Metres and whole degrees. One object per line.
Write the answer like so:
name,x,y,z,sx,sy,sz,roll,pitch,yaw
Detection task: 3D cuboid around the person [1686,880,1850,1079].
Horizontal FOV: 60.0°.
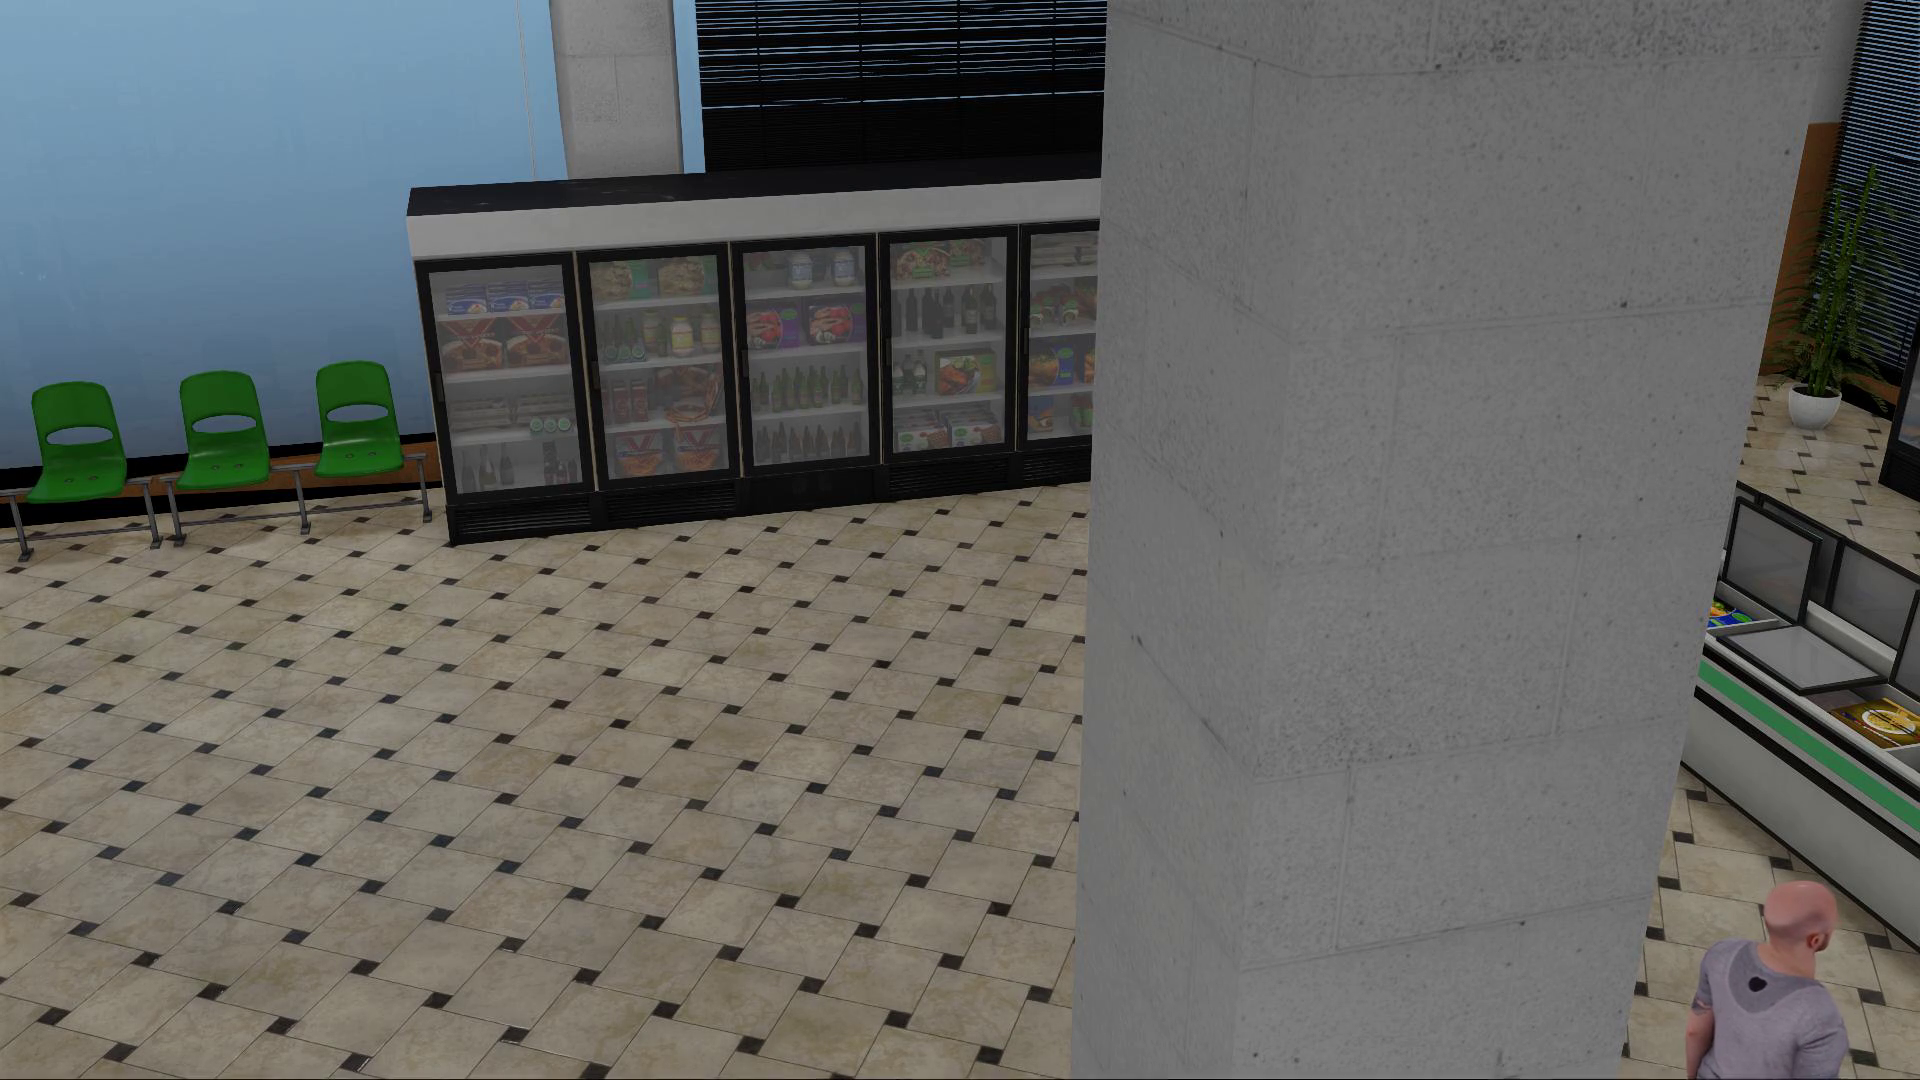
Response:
person,2.434,1.826,5.137,0.741,1.837,0.551,-9,25,-19
